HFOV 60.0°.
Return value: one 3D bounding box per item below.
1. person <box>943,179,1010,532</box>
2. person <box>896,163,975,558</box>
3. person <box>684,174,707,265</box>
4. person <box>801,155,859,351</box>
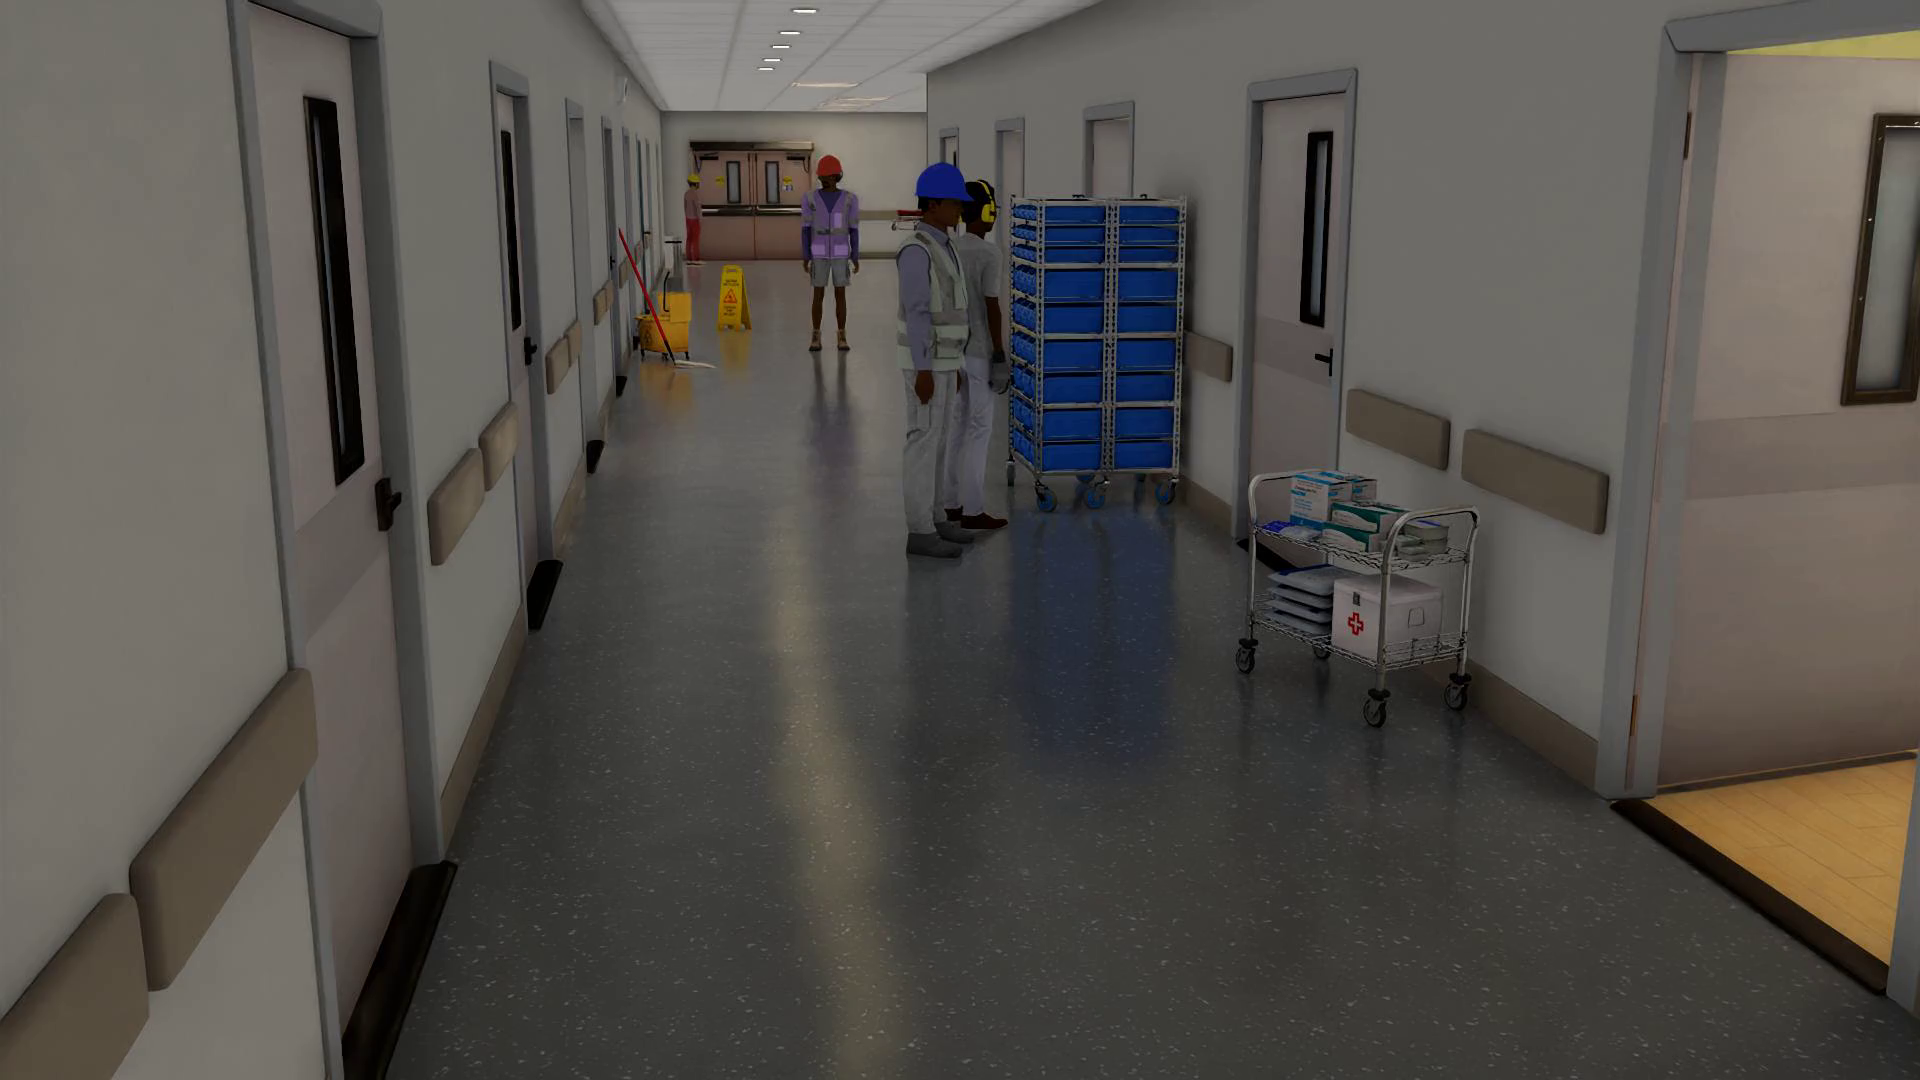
[{"bbox_3d":[0.064,-0.980,8.914,0.331,1.863,0.503,-9,15,-35],"label":"person"},{"bbox_3d":[-0.122,-0.895,8.334,0.398,1.945,0.605,3,13,13],"label":"person"},{"bbox_3d":[-5.229,-6.299,32.735,0.317,1.769,0.522,-11,17,-39],"label":"person"},{"bbox_3d":[-1.362,-3.007,17.509,0.606,2.039,0.395,-1,13,-4],"label":"person"}]
